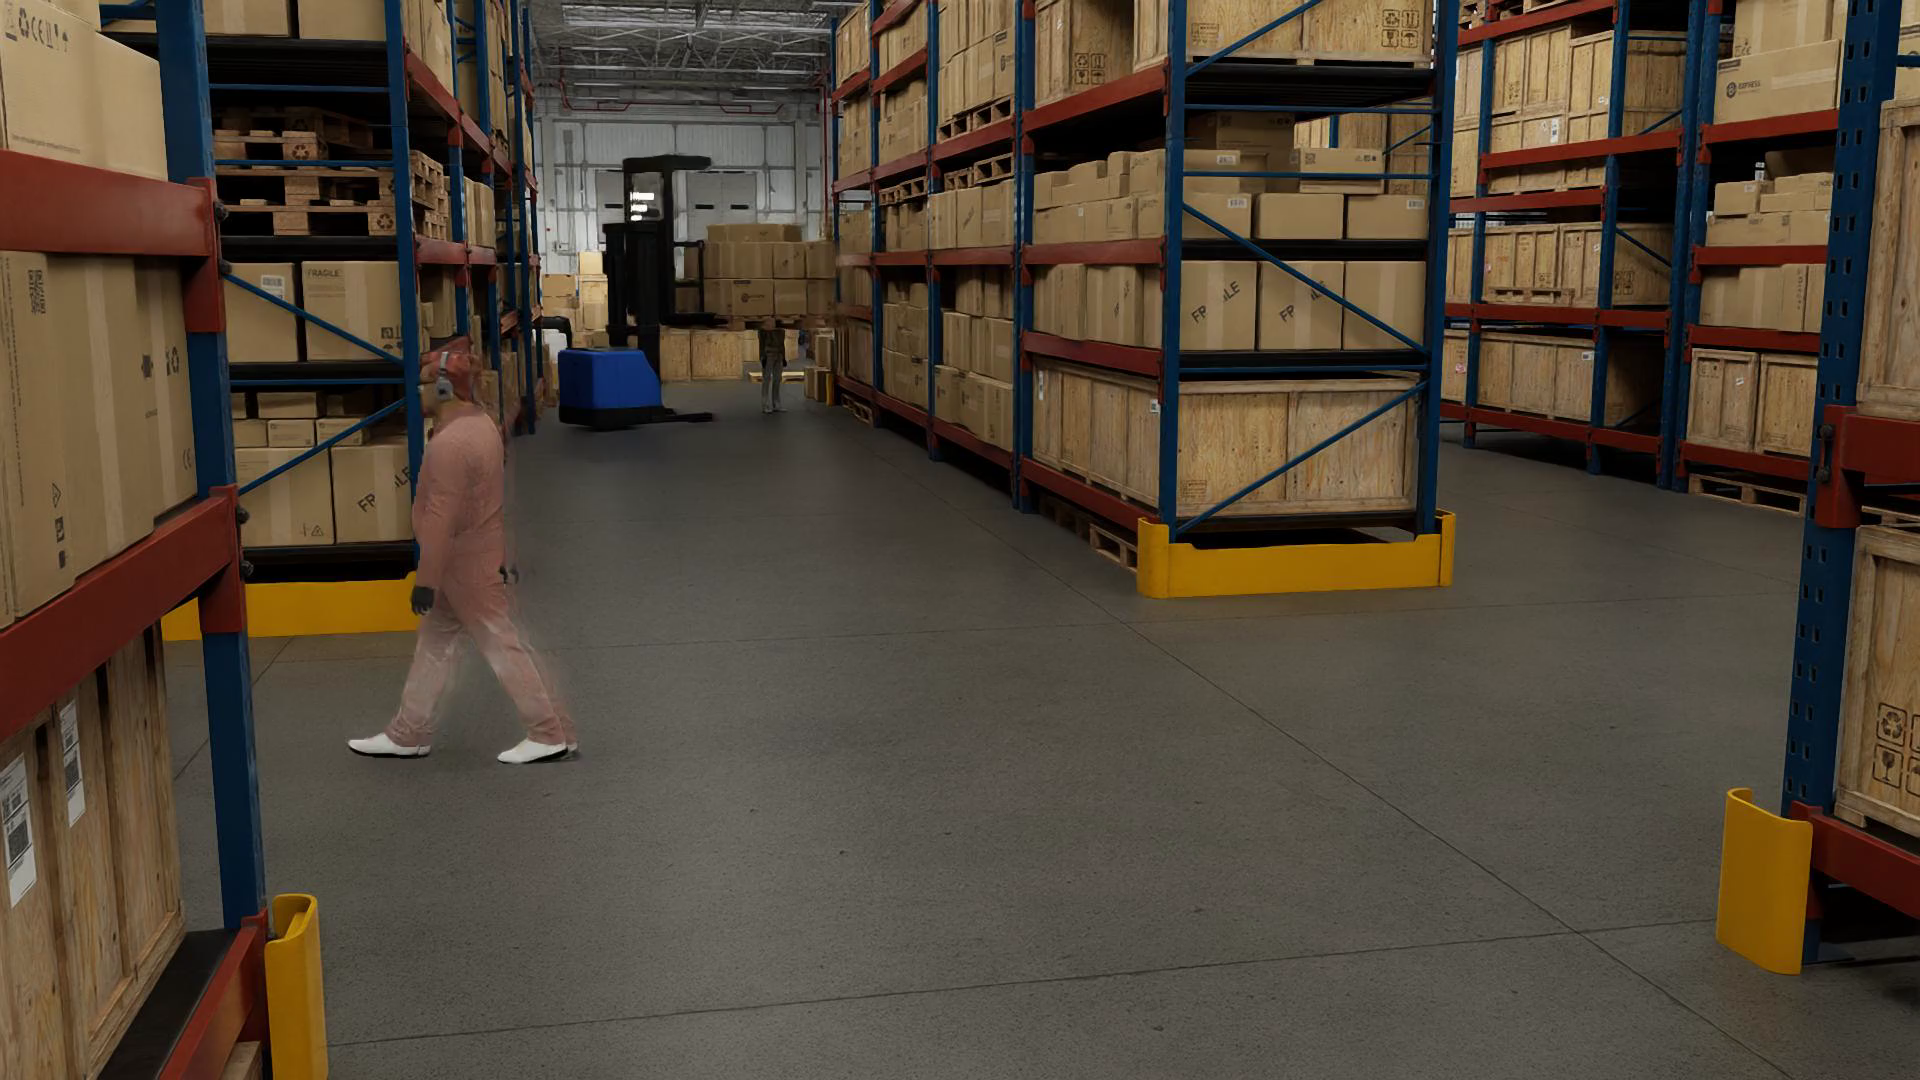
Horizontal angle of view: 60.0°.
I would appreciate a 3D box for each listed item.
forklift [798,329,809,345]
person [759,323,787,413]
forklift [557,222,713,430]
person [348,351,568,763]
[{"bbox_3d":[-4.953,-6.961,47.256,1.129,2.768,1.873,0,9,2],"label":"forklift"},{"bbox_3d":[-2.851,-2.754,25.385,0.311,1.638,0.521,7,12,38],"label":"person"},{"bbox_3d":[-4.566,-3.000,23.112,1.873,2.768,1.129,-9,13,-42],"label":"forklift"},{"bbox_3d":[-2.227,0.095,7.364,0.991,1.853,0.666,-1,9,-7],"label":"person"}]
